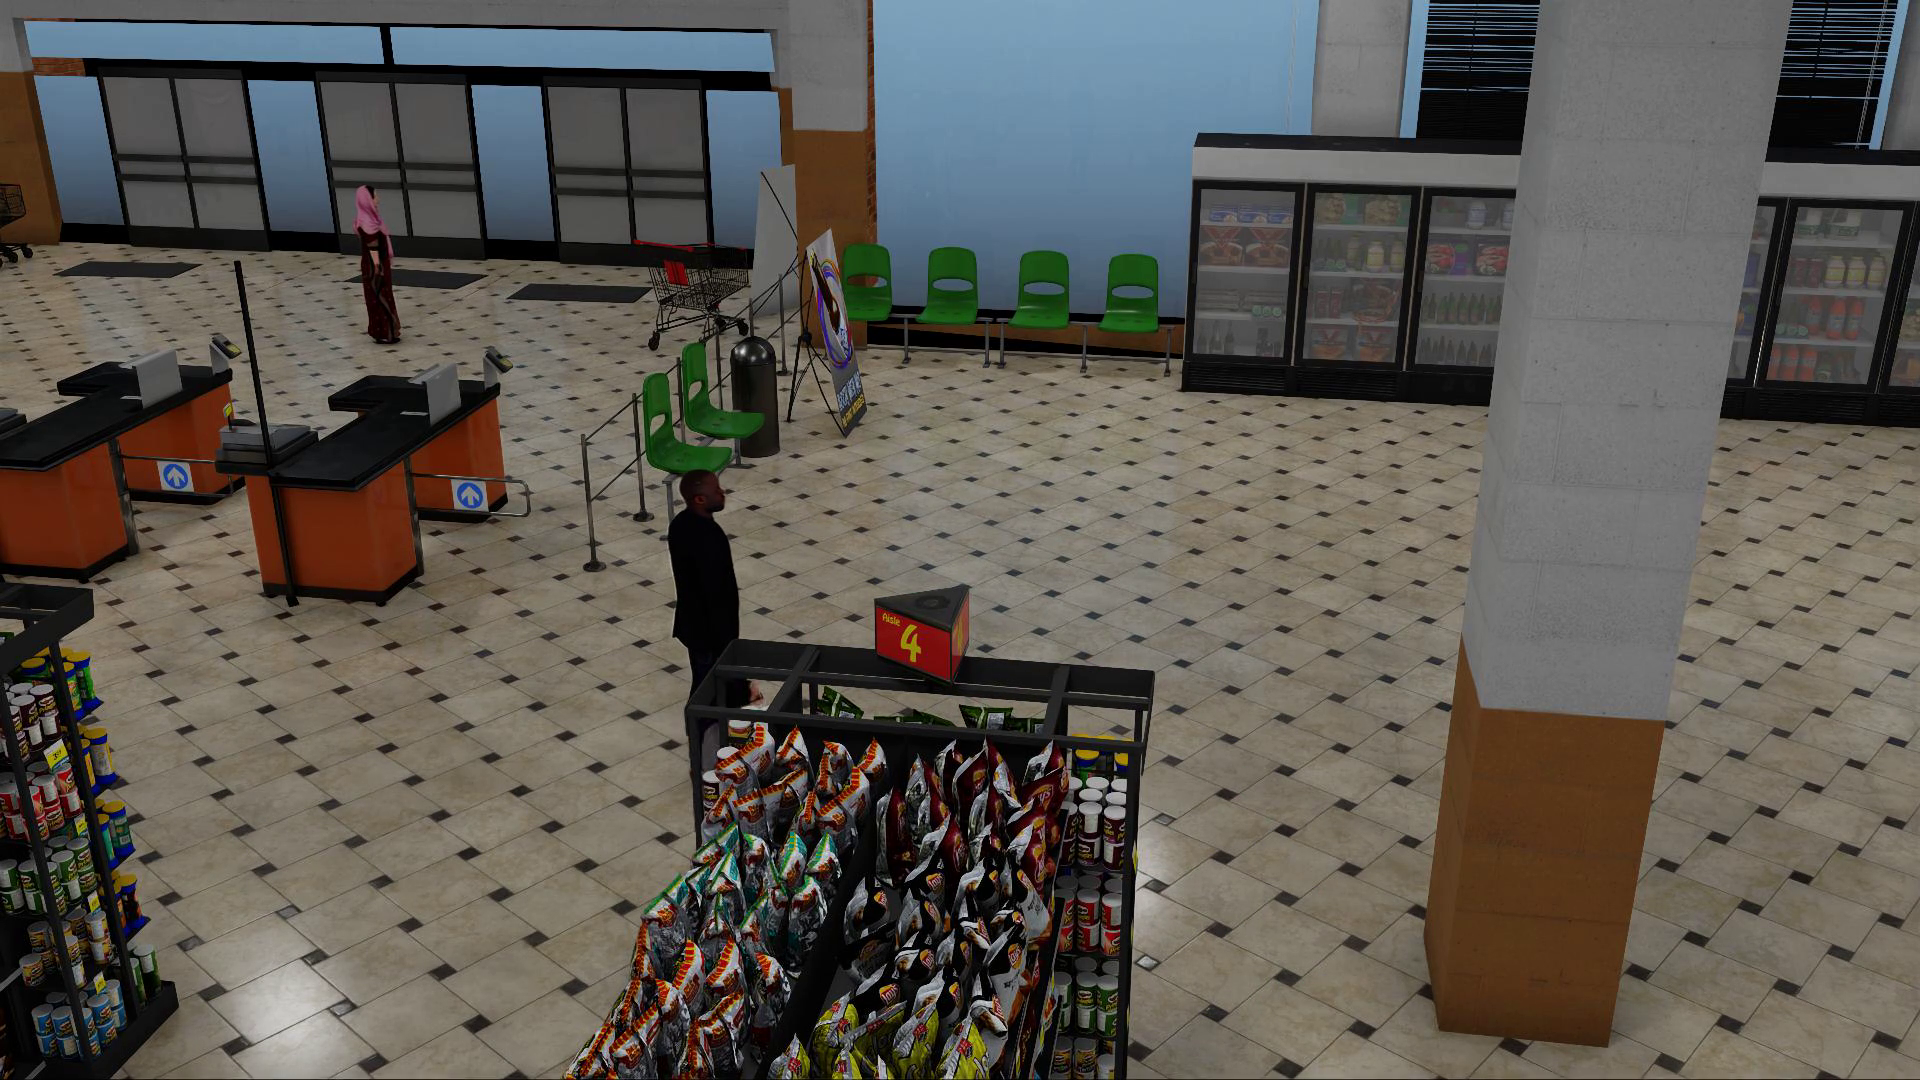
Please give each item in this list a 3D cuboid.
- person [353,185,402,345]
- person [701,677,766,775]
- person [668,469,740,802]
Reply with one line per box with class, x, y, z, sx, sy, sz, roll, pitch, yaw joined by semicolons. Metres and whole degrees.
person;-6.076;-2.866;17.276;0.816;1.638;0.692;-6;23;-14
person;-0.941;1.357;6.663;1.044;1.715;1.152;-8;23;-18
person;-1.322;0.486;8.694;0.848;1.818;0.723;-8;23;-19
